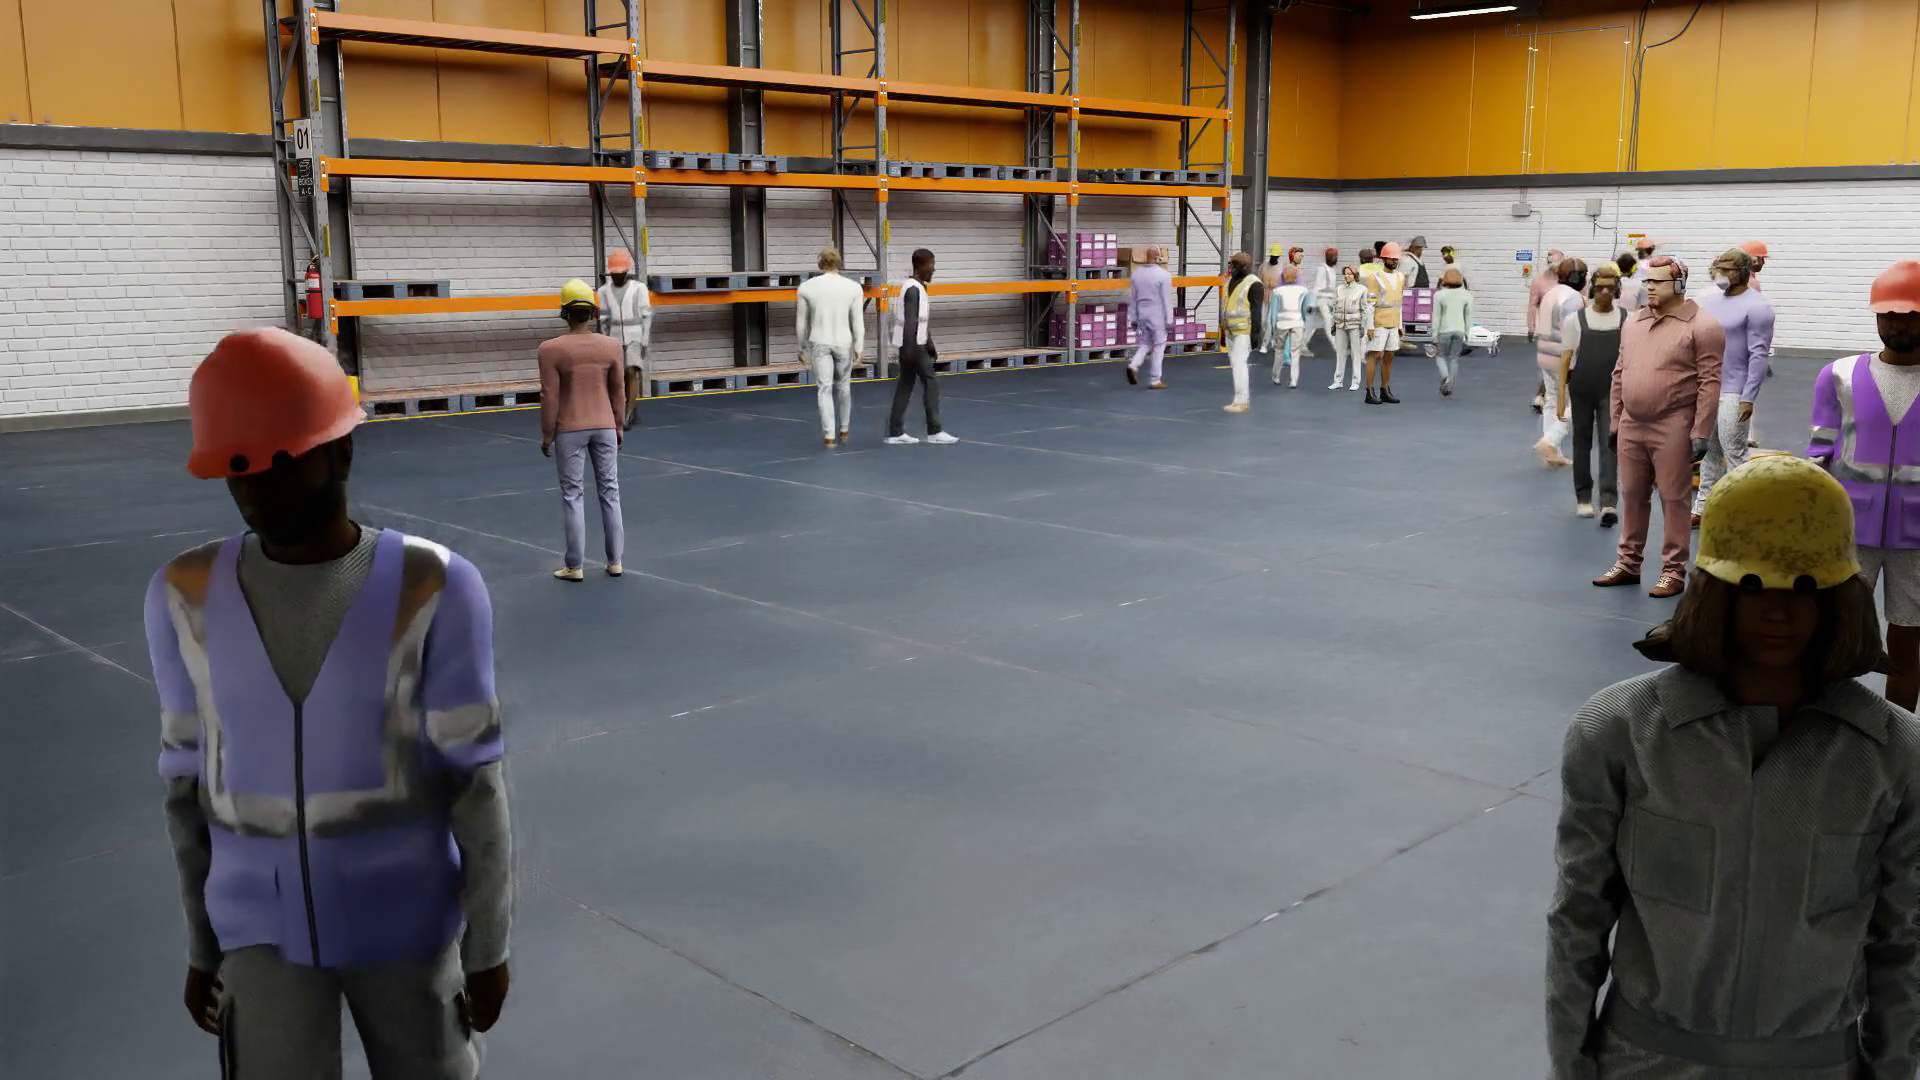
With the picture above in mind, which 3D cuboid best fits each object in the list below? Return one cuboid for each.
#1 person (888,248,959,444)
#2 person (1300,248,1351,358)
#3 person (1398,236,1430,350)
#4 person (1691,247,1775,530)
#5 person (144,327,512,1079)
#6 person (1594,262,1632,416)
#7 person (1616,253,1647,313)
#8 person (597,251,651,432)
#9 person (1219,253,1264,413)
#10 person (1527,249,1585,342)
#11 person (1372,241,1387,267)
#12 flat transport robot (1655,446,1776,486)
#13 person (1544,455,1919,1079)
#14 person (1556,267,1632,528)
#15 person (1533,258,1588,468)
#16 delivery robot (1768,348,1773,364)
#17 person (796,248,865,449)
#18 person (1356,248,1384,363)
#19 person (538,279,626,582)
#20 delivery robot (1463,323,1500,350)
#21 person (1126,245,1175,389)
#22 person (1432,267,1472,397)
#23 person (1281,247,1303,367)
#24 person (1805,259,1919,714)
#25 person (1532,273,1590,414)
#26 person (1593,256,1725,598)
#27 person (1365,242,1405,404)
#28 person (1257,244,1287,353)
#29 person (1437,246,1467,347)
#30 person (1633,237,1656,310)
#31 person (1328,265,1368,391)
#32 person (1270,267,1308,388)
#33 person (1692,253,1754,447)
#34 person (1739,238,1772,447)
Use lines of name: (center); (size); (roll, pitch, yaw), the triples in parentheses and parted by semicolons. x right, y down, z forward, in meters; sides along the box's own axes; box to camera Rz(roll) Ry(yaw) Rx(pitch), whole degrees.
person: (-0.339, -1.858, 16.084); (0.817, 1.883, 0.622); (0, 10, -1)
person: (6.052, -3.923, 27.573); (1.028, 1.824, 0.655); (7, 12, 32)
person: (8.017, -4.370, 29.376); (0.537, 2.000, 0.693); (5, 12, 27)
person: (5.160, -0.990, 11.218); (0.372, 1.940, 0.632); (-3, 11, -15)
person: (-1.013, 0.586, 2.784); (0.552, 1.899, 0.904); (-1, 10, -6)
person: (6.675, -2.015, 17.350); (0.837, 1.726, 0.553); (-2, 11, -13)
person: (7.590, -2.356, 19.009); (0.501, 1.816, 0.996); (9, 14, 41)
person: (-3.492, -2.055, 17.295); (0.557, 1.841, 1.055); (2, 11, 10)
person: (3.173, -2.368, 19.107); (0.581, 1.822, 0.650); (-5, 12, -26)
person: (7.222, -2.583, 20.146); (0.687, 1.848, 0.923); (4, 11, 21)
person: (7.649, -4.502, 30.425); (0.451, 1.922, 0.672); (-3, 11, -14)
flat transport robot: (6.282, -0.636, 13.843); (1.431, 0.197, 0.652); (-7, 12, -32)
person: (1.042, 0.750, 2.265); (0.486, 1.744, 0.294); (3, 11, 15)
person: (4.446, -0.994, 11.627); (0.526, 1.793, 0.960); (2, 11, 13)
person: (5.217, -1.511, 14.356); (0.447, 1.827, 0.662); (0, 10, -2)
delivery robot: (11.321, -2.680, 23.954); (0.477, 0.478, 0.707); (-5, 12, -28)
person: (-1.255, -1.853, 16.036); (0.645, 1.890, 0.979); (-2, 11, -9)
person: (6.467, -3.693, 26.288); (0.646, 1.818, 0.598); (-3, 11, -17)
person: (-2.212, -0.636, 9.764); (0.522, 1.769, 0.310); (-7, 12, -33)
delivery robot: (8.658, -3.397, 27.868); (0.707, 0.478, 0.477); (6, 12, 30)
person: (2.512, -2.910, 21.823); (0.514, 1.891, 0.648); (-9, 13, -39)
person: (6.155, -2.600, 20.862); (0.507, 1.619, 0.383); (0, 10, 1)
person: (5.109, -3.610, 25.775); (0.396, 1.841, 0.565); (2, 11, 11)
person: (3.301, -0.022, 5.947); (0.551, 1.937, 0.357); (6, 12, 28)
person: (6.852, -2.244, 18.823); (0.828, 1.659, 0.539); (-7, 12, -33)
person: (3.920, -0.635, 9.374); (0.405, 1.906, 0.653); (-6, 12, -30)
person: (5.130, -2.594, 19.974); (0.551, 1.934, 0.373); (-6, 12, -29)
person: (5.394, -4.152, 28.638); (0.644, 1.877, 0.743); (6, 12, 31)
person: (8.909, -4.400, 30.107); (0.533, 1.827, 0.583); (10, 14, 43)
person: (10.549, -3.669, 25.723); (0.632, 1.984, 1.049); (-5, 12, -26)
person: (5.096, -2.778, 21.784); (0.514, 1.642, 0.310); (9, 14, 41)
person: (4.387, -2.831, 22.211); (0.505, 1.594, 0.863); (1, 10, 4)
person: (6.802, -1.620, 14.850); (0.653, 1.871, 0.930); (-2, 11, -8)
person: (7.543, -1.899, 16.031); (0.402, 1.990, 0.622); (0, 10, 2)
